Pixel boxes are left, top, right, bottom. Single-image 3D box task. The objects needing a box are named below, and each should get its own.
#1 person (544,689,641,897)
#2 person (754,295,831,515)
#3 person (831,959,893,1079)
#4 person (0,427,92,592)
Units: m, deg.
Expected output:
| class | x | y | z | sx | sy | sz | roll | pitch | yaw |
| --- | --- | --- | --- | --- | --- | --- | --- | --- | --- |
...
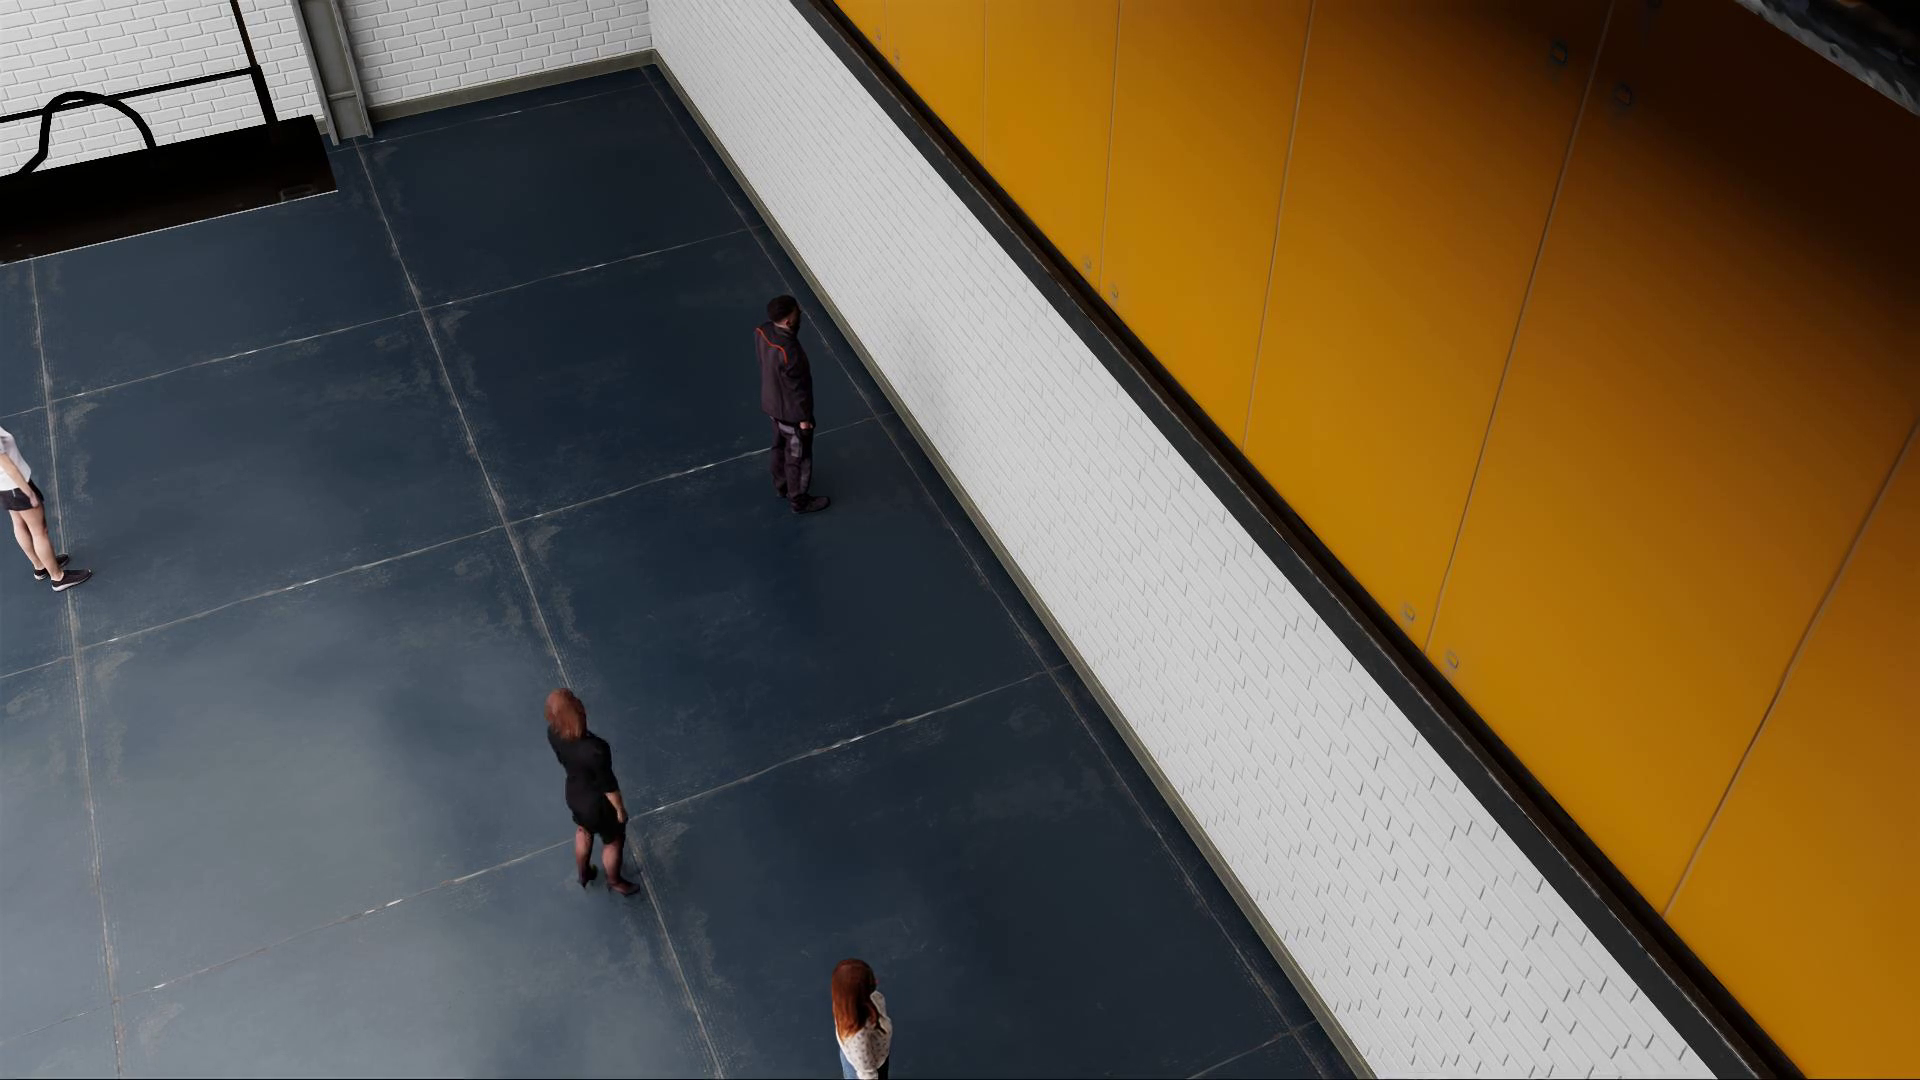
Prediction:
| class | x | y | z | sx | sy | sz | roll | pitch | yaw |
| --- | --- | --- | --- | --- | --- | --- | --- | --- | --- |
| person | -2.069 | 1.491 | 9.467 | 0.682 | 1.690 | 0.697 | -25 | 49 | -24 |
| person | -1.235 | -0.993 | 11.953 | 0.644 | 1.857 | 0.744 | -24 | 48 | -23 |
| person | -0.484 | 2.598 | 8.277 | 0.587 | 1.728 | 0.621 | -8 | 44 | -8 |
| person | -6.491 | -0.373 | 11.378 | 0.666 | 1.753 | 0.704 | 27 | 50 | 26 |
